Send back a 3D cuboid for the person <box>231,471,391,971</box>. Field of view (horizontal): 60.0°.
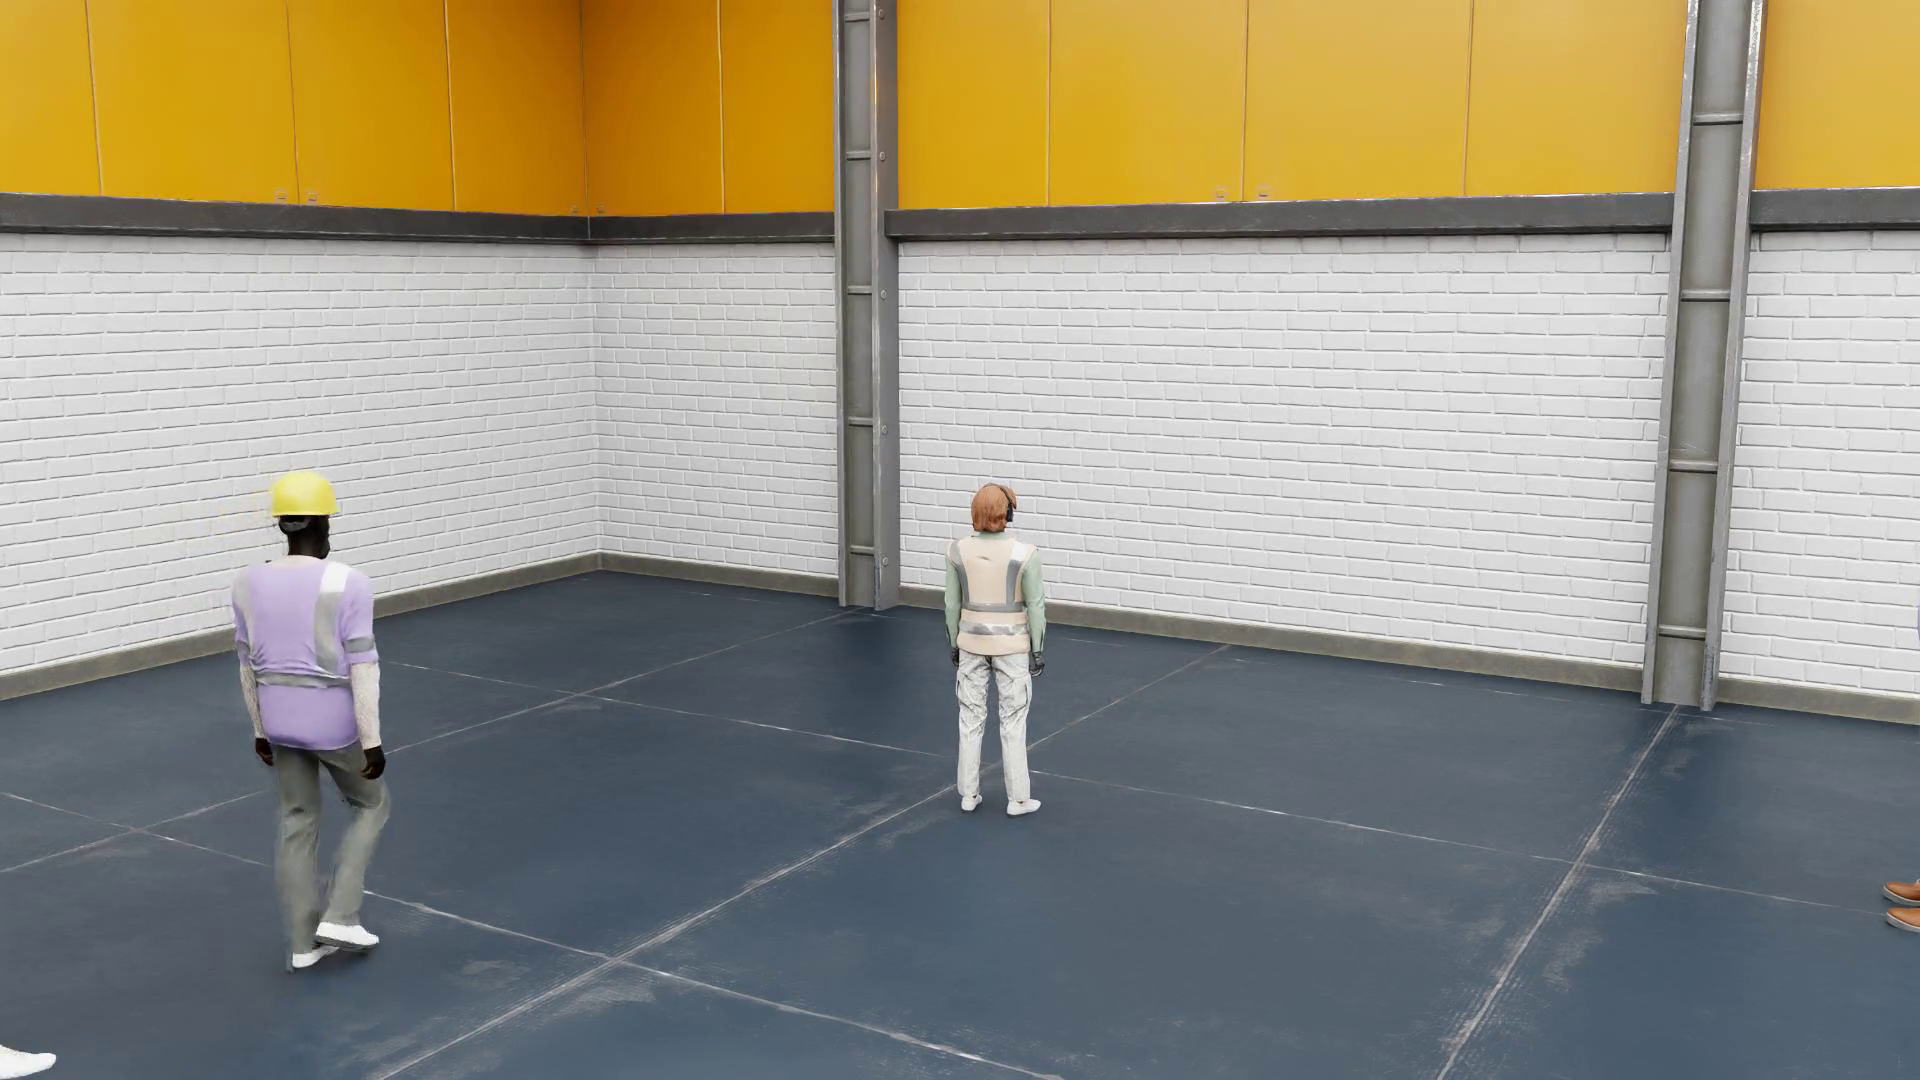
[{"bbox_3d":[-2.447,0.687,6.339,0.608,1.907,0.439,2,9,12],"label":"person"}]

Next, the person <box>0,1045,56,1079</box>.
[{"bbox_3d":[-3.526,0.910,5.251,0.959,1.828,0.535,-5,10,-29],"label":"person"}]

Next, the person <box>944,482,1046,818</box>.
[{"bbox_3d":[0.169,0.539,8.097,0.514,1.643,0.307,3,10,20],"label":"person"}]

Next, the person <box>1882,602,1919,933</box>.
[{"bbox_3d":[3.991,0.621,6.676,0.375,1.936,0.627,5,11,31],"label":"person"}]
